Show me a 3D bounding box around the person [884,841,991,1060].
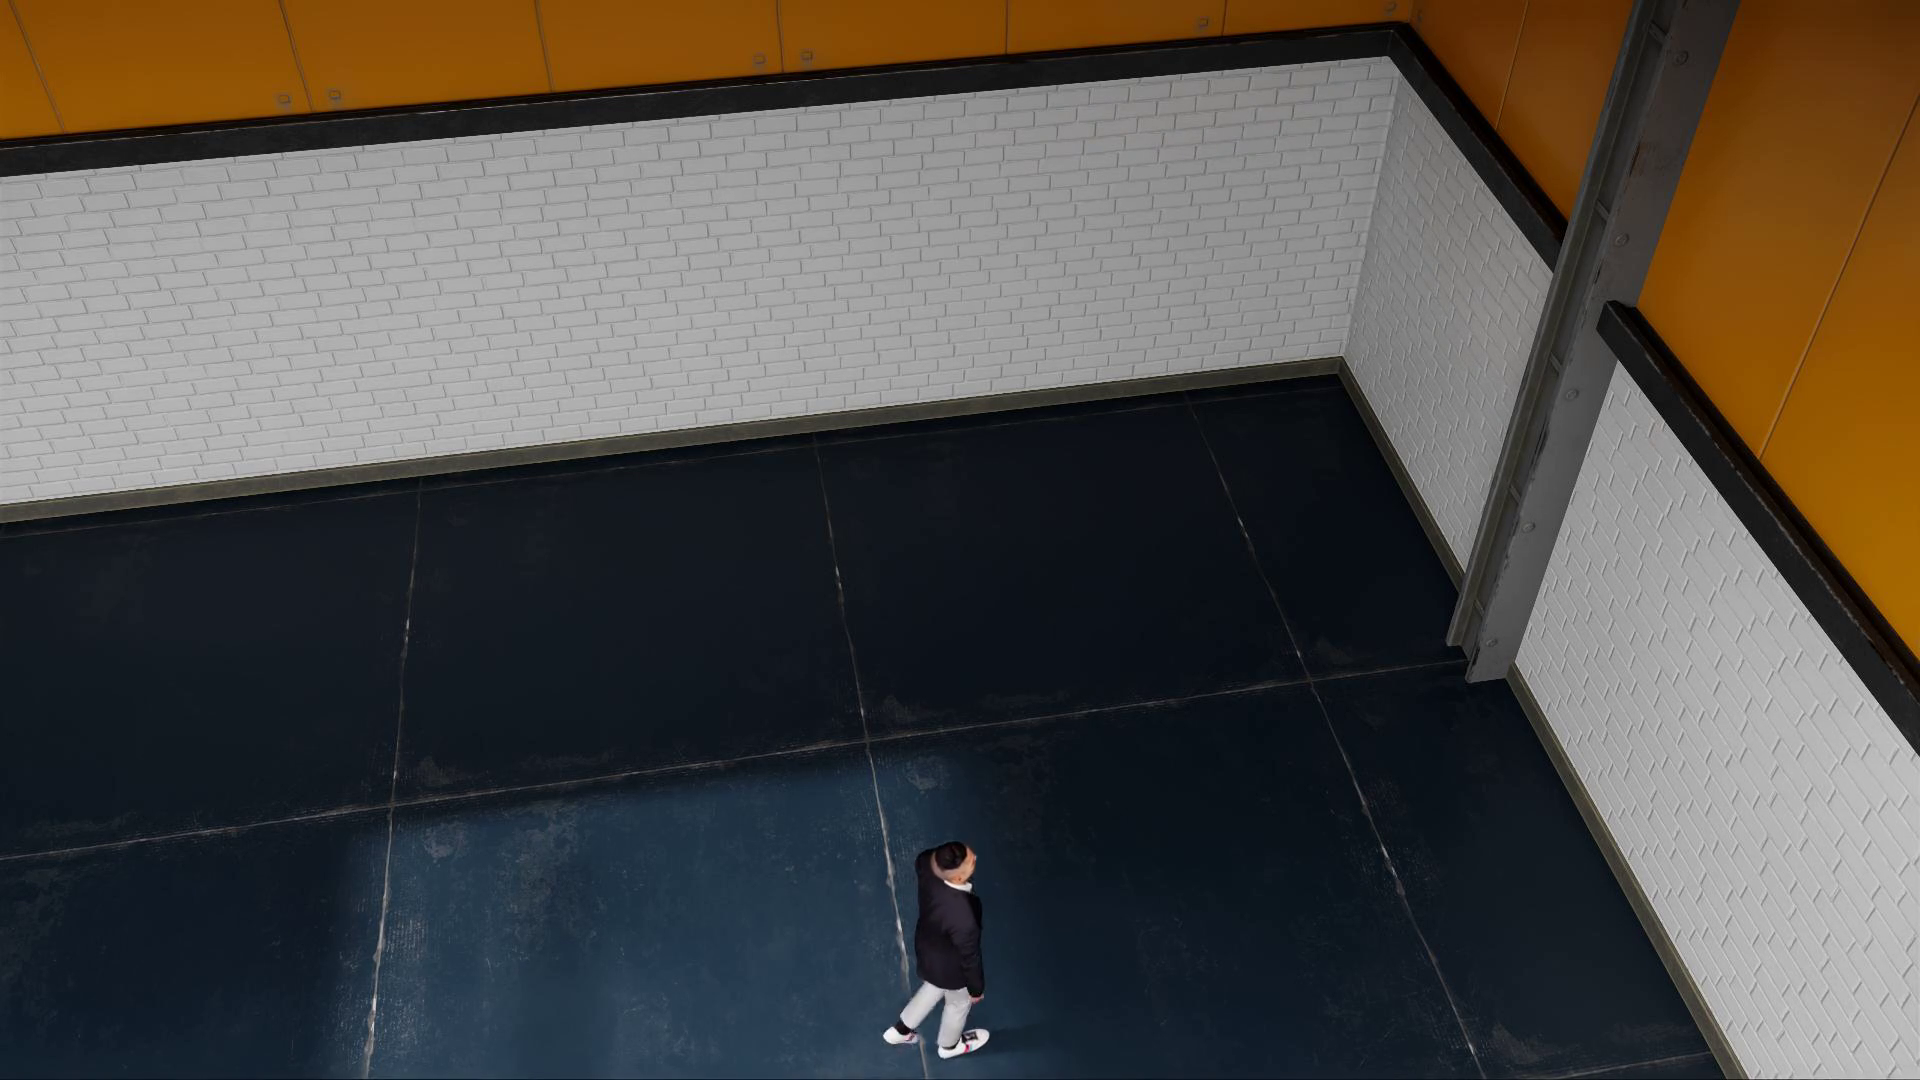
[{"bbox_3d":[-0.142,2.125,8.513,0.899,1.939,0.856,-19,47,-19],"label":"person"}]
